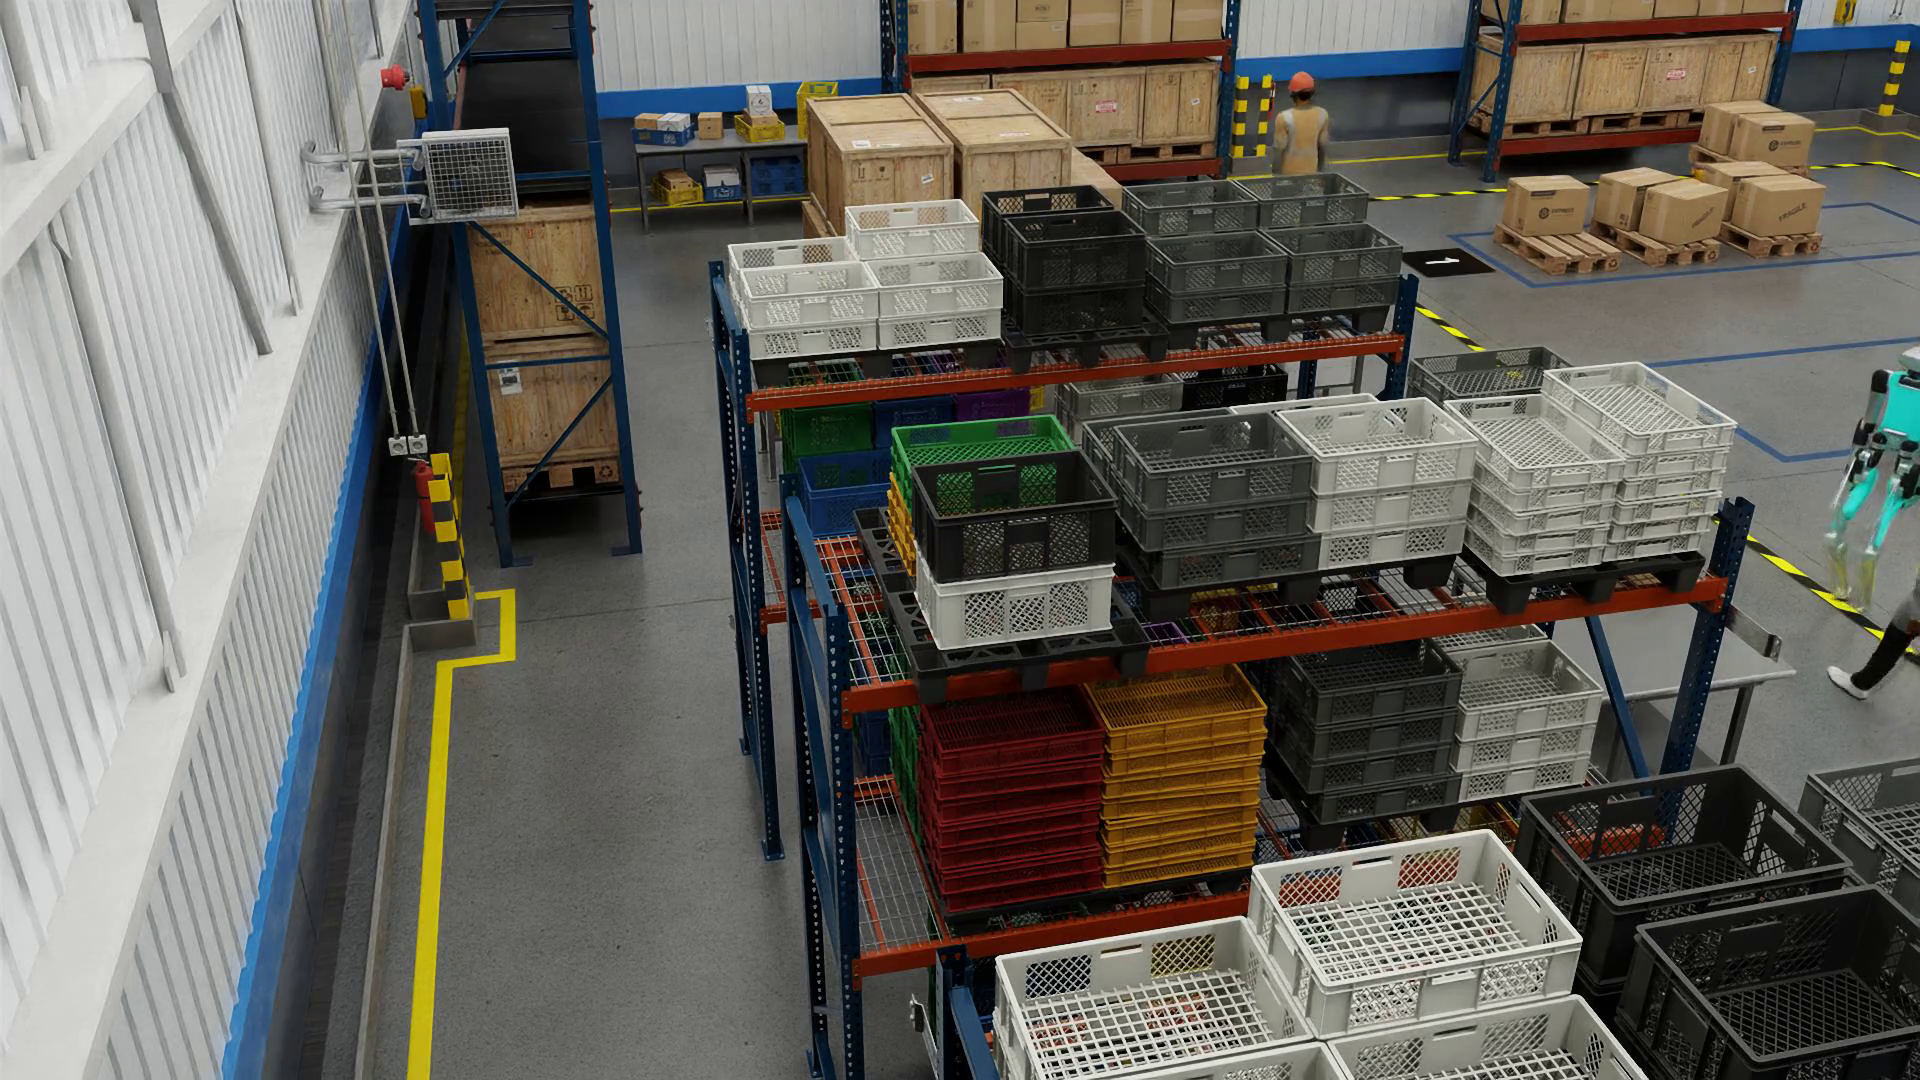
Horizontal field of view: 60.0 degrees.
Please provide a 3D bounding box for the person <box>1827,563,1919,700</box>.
[{"bbox_3d":[5.782,0.316,9.803,0.609,1.796,0.983,-9,29,-17],"label":"person"}]

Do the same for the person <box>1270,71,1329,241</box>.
[{"bbox_3d":[3.590,-3.895,17.556,0.613,2.028,0.697,-8,29,-14],"label":"person"}]

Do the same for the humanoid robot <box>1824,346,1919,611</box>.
[{"bbox_3d":[6.148,-0.352,11.189,0.815,1.811,0.536,-23,36,-37],"label":"humanoid robot"}]

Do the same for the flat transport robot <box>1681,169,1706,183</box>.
[{"bbox_3d":[9.657,-4.419,20.401,1.431,0.197,0.652,-6,28,-12],"label":"flat transport robot"}]

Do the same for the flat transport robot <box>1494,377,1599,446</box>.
[{"bbox_3d":[4.780,-1.036,14.013,0.659,0.231,1.431,-6,28,-12],"label":"flat transport robot"}]
